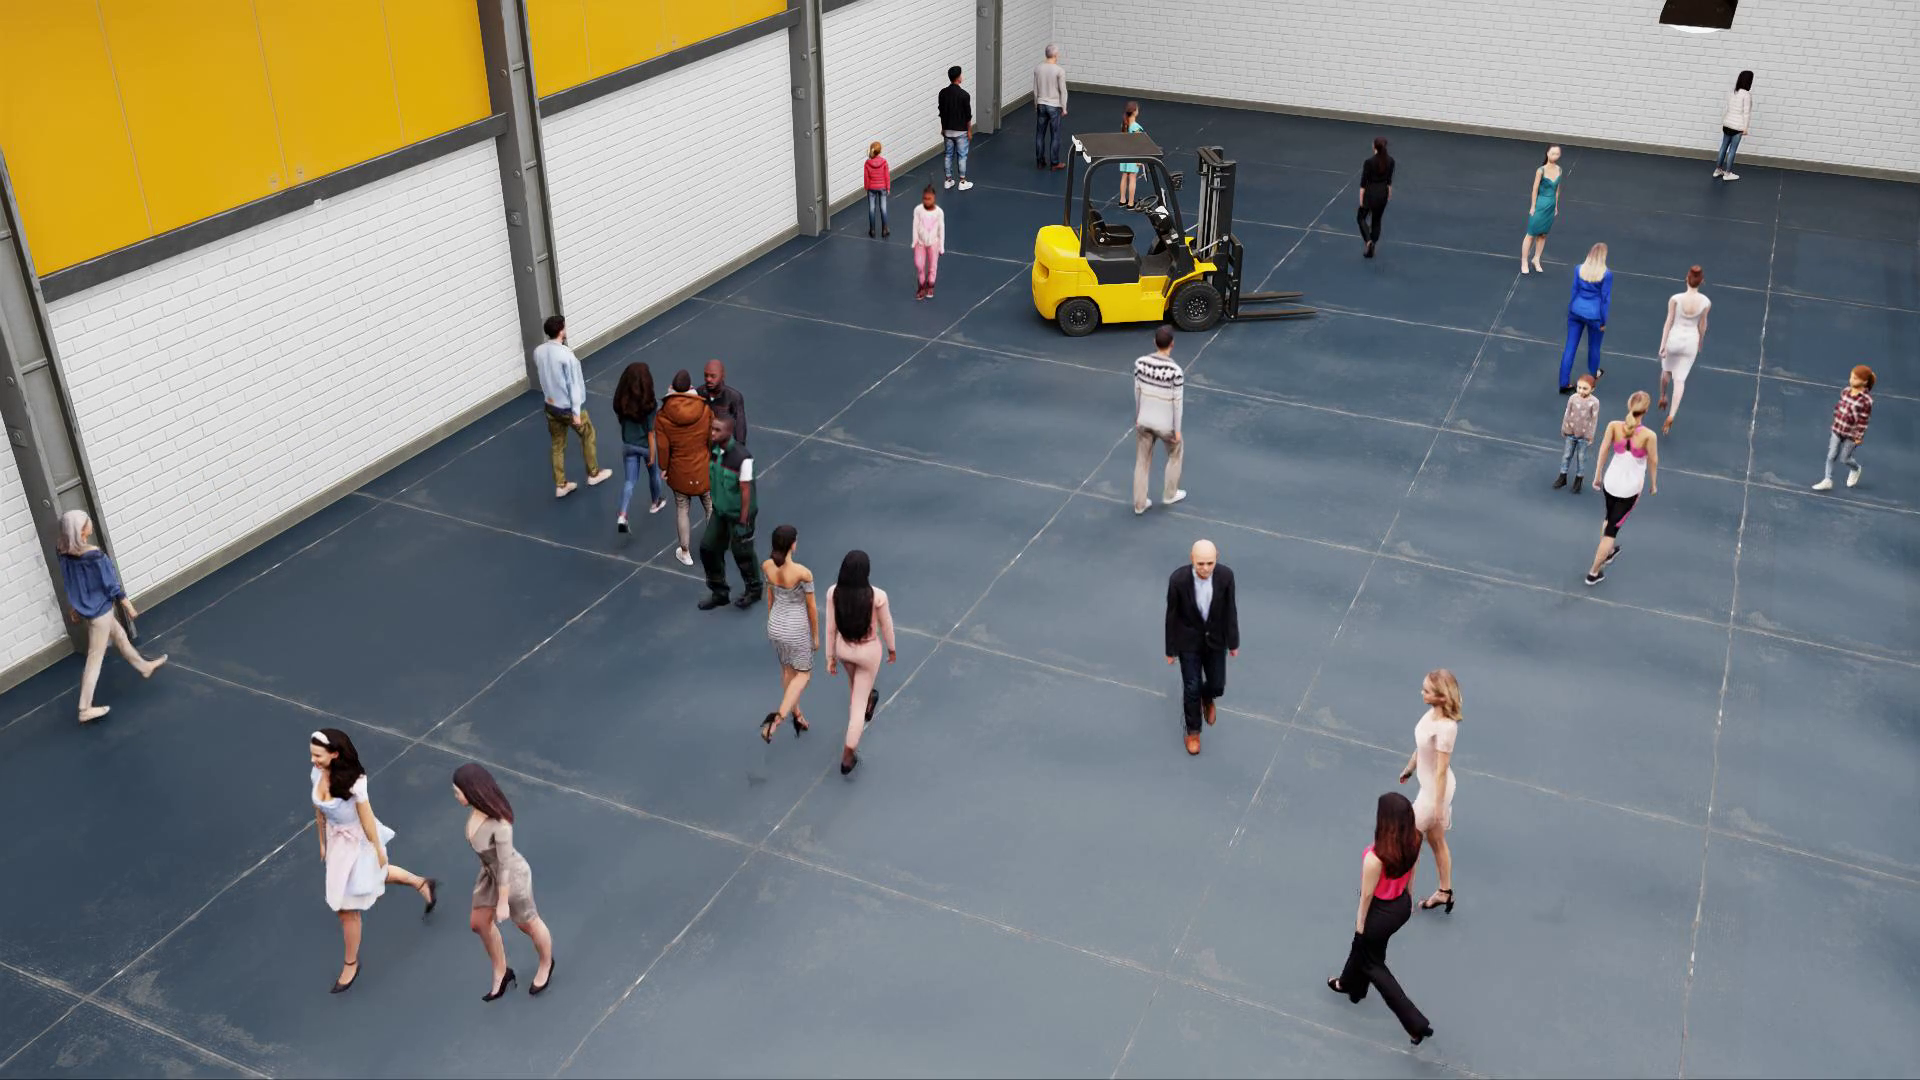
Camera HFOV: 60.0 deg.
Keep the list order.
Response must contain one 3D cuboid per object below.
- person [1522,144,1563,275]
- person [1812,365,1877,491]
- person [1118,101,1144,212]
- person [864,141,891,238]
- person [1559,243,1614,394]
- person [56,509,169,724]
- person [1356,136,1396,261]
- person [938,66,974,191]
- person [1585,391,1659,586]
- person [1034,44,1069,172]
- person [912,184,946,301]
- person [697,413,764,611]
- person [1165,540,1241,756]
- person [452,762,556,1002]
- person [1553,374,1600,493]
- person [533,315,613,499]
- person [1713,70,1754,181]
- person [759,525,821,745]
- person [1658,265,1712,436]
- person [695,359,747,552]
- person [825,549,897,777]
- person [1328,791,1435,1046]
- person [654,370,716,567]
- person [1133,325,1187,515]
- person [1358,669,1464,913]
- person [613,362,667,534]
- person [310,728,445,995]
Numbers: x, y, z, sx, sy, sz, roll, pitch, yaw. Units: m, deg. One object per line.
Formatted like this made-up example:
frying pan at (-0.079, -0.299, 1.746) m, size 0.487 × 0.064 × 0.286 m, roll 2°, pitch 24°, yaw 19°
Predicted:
person at (7.546, -4.290, 21.533) m, size 0.608 × 1.686 × 0.657 m, roll -8°, pitch 30°, yaw -14°
person at (8.610, -1.072, 16.040) m, size 0.812 × 1.298 × 0.744 m, roll -11°, pitch 31°, yaw -20°
person at (2.458, -5.555, 23.985) m, size 0.684 × 1.558 × 0.646 m, roll -18°, pitch 33°, yaw -30°
person at (-1.141, -4.841, 22.927) m, size 0.586 × 1.318 × 0.604 m, roll 0°, pitch 29°, yaw 1°
person at (6.743, -2.373, 18.026) m, size 0.838 × 1.679 × 1.038 m, roll 25°, pitch 37°, yaw 37°
person at (-6.613, 0.602, 12.609) m, size 0.606 × 1.643 × 1.133 m, roll 13°, pitch 31°, yaw 22°
person at (5.483, -4.461, 21.883) m, size 0.794 × 1.651 × 0.866 m, roll -5°, pitch 29°, yaw -10°
person at (-0.072, -6.151, 24.810) m, size 0.698 × 1.815 × 0.602 m, roll 15°, pitch 32°, yaw 25°
person at (5.663, -0.409, 14.342) m, size 1.047 × 1.759 × 0.836 m, roll -25°, pitch 37°, yaw -38°
person at (1.384, -6.679, 25.684) m, size 0.752 × 1.904 × 0.661 m, roll 17°, pitch 33°, yaw 28°
person at (-0.396, -3.752, 20.805) m, size 0.662 × 1.438 × 0.689 m, roll 3°, pitch 29°, yaw 5°
person at (-1.833, -0.257, 13.999) m, size 0.824 × 1.819 × 0.924 m, roll 24°, pitch 36°, yaw 36°
person at (1.769, 0.711, 12.271) m, size 0.883 × 1.776 × 0.944 m, roll -2°, pitch 29°, yaw -4°
person at (-2.652, 2.009, 9.956) m, size 0.778 × 1.713 × 0.824 m, roll 24°, pitch 37°, yaw 37°
person at (6.003, -1.054, 16.113) m, size 0.515 × 1.195 × 0.522 m, roll 20°, pitch 35°, yaw 33°
person at (-3.829, -1.233, 15.818) m, size 0.769 × 1.793 × 0.912 m, roll 17°, pitch 33°, yaw 28°
person at (11.801, -6.330, 25.323) m, size 0.756 × 1.638 × 0.700 m, roll -10°, pitch 30°, yaw -18°
person at (-1.289, 0.754, 12.164) m, size 0.591 × 1.803 × 0.864 m, roll 13°, pitch 31°, yaw 23°
person at (7.412, -1.910, 17.104) m, size 0.633 × 1.748 × 1.143 m, roll 10°, pitch 30°, yaw 17°
person at (-2.146, -0.791, 14.979) m, size 0.708 × 1.819 × 0.614 m, roll 9°, pitch 30°, yaw 17°
person at (-0.758, 0.917, 12.008) m, size 0.747 × 1.666 × 1.203 m, roll 7°, pitch 29°, yaw 13°
person at (2.516, 2.212, 9.666) m, size 1.045 × 1.635 × 0.908 m, roll -22°, pitch 36°, yaw -35°
person at (-2.375, -0.638, 14.678) m, size 0.851 × 1.838 × 0.901 m, roll -7°, pitch 29°, yaw -13°
person at (1.796, -1.066, 15.462) m, size 0.775 × 1.840 × 0.870 m, roll 18°, pitch 33°, yaw 29°
person at (3.101, 1.627, 10.560) m, size 0.719 × 1.806 × 0.814 m, roll 8°, pitch 30°, yaw 14°
person at (-2.974, -0.822, 15.282) m, size 0.726 × 1.583 × 1.134 m, roll 6°, pitch 29°, yaw 12°
person at (-3.620, 1.854, 10.171) m, size 0.733 × 1.780 × 1.195 m, roll 17°, pitch 33°, yaw 29°
